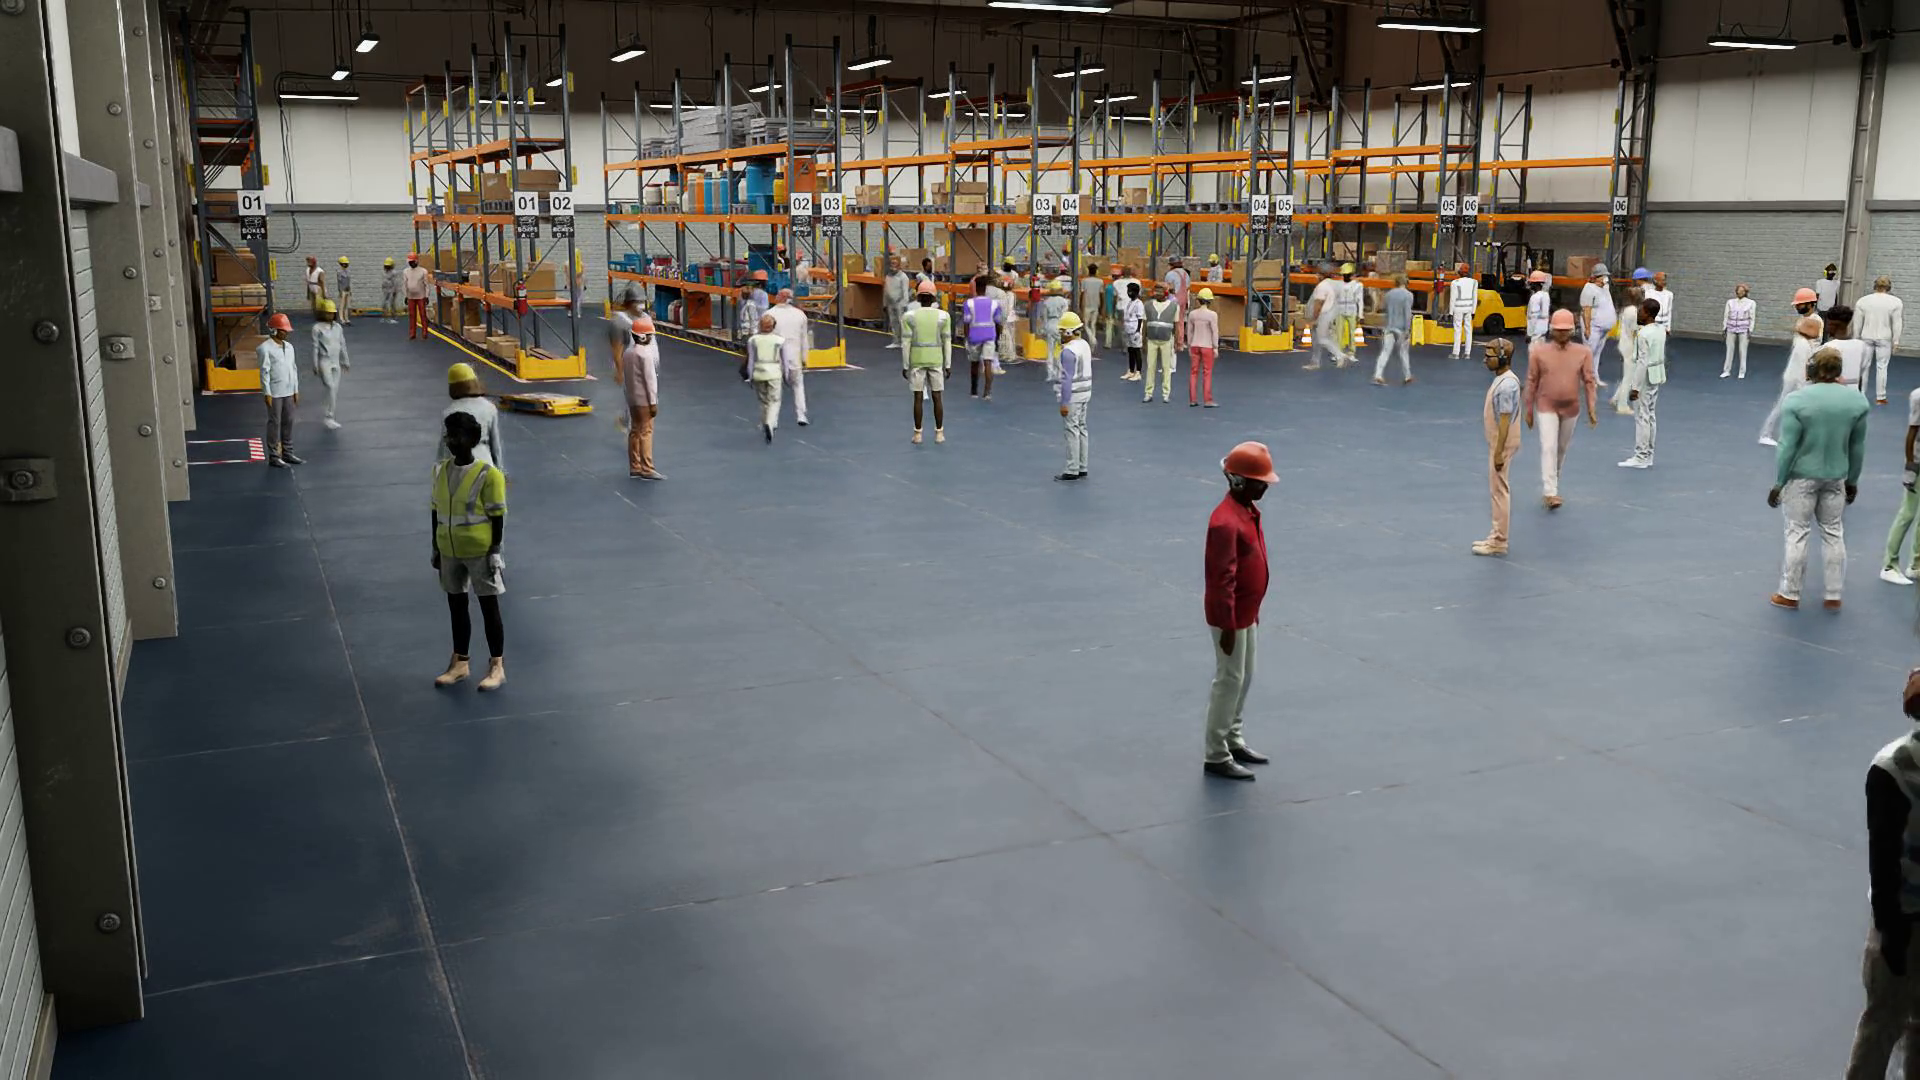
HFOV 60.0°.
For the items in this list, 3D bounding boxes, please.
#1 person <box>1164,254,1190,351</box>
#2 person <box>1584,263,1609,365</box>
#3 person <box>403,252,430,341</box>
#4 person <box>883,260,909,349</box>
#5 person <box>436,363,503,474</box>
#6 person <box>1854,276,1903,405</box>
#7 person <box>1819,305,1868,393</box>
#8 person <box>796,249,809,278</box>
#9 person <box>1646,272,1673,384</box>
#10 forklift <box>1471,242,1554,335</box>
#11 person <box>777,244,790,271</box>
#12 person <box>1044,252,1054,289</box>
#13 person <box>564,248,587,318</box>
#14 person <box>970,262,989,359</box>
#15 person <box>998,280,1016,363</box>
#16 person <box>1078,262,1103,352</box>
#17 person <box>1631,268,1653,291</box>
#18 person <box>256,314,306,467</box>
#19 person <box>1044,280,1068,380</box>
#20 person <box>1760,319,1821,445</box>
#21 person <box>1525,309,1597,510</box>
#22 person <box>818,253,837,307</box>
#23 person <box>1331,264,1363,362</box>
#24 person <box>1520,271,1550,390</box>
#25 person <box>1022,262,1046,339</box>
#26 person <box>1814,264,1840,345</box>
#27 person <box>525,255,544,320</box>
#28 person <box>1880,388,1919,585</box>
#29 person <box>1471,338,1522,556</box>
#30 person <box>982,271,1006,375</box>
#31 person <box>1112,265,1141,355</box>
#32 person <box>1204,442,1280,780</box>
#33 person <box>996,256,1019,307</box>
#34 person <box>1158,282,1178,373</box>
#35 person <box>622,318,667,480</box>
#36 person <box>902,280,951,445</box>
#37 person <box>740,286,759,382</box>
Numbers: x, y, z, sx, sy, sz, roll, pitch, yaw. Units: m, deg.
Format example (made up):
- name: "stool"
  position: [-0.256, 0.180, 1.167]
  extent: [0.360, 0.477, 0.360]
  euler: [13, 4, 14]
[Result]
- name: "person"
  position: [4.461, -4.959, 34.735]
  extent: [0.685, 2.000, 0.535]
  euler: [-11, 15, -43]
- name: "person"
  position: [12.057, -4.265, 31.476]
  extent: [0.552, 1.934, 0.371]
  euler: [-5, 12, -24]
- name: "person"
  position: [-12.305, -5.507, 37.643]
  extent: [0.613, 1.991, 0.391]
  euler: [2, 11, 8]
- name: "person"
  position: [-1.364, -5.010, 35.403]
  extent: [0.710, 1.889, 0.418]
  euler: [8, 14, 35]
- name: "person"
  position: [-3.927, -0.543, 13.158]
  extent: [0.768, 1.704, 0.484]
  euler: [7, 13, 31]
- name: "person"
  position: [13.774, -2.992, 24.997]
  extent: [0.635, 1.937, 0.354]
  euler: [9, 14, 38]
- name: "person"
  position: [8.840, -1.389, 16.811]
  extent: [0.608, 1.958, 0.373]
  euler: [-4, 12, -20]
- name: "person"
  position: [-5.032, -8.275, 52.357]
  extent: [0.574, 1.739, 0.350]
  euler: [-3, 11, -13]
- name: "person"
  position: [11.759, -3.577, 28.111]
  extent: [0.574, 1.885, 0.356]
  euler: [-3, 11, -13]
- name: "forklift"
  position: [13.047, -6.049, 39.881]
  extent: [2.313, 2.155, 1.214]
  euler: [-5, 12, -23]
- name: "person"
  position: [-4.779, -6.934, 44.767]
  extent: [0.373, 2.040, 0.616]
  euler: [5, 12, 26]
- name: "person"
  position: [2.911, -8.555, 54.106]
  extent: [0.335, 1.611, 0.670]
  euler: [6, 13, 27]
- name: "person"
  position: [-10.591, -7.056, 45.754]
  extent: [0.645, 1.899, 0.449]
  euler: [5, 12, 25]
- name: "person"
  position: [0.449, -4.535, 32.918]
  extent: [0.409, 1.906, 0.652]
  euler: [5, 12, 23]
- name: "person"
  position: [0.871, -4.201, 31.949]
  extent: [0.470, 1.617, 0.552]
  euler: [7, 13, 32]
- name: "person"
  position: [2.716, -4.795, 34.358]
  extent: [0.535, 1.859, 0.525]
  euler: [-3, 12, -16]
- name: "person"
  position: [12.000, -3.815, 29.234]
  extent: [0.509, 1.917, 0.621]
  euler: [6, 13, 28]
- name: "person"
  position: [-7.727, -1.703, 18.953]
  extent: [0.353, 1.741, 0.569]
  euler: [3, 12, 16]
- name: "person"
  position: [1.670, -3.619, 28.724]
  extent: [0.506, 1.721, 0.529]
  euler: [8, 13, 34]
- name: "person"
  position: [10.378, -1.956, 20.664]
  extent: [0.727, 1.576, 0.519]
  euler: [5, 12, 23]
- name: "person"
  position: [5.884, -1.281, 16.296]
  extent: [0.626, 1.939, 1.035]
  euler: [1, 11, 6]
- name: "person"
  position: [-3.952, -7.947, 50.269]
  extent: [0.649, 1.907, 0.404]
  euler: [6, 13, 28]
- name: "person"
  position: [7.497, -4.380, 32.218]
  extent: [0.593, 1.891, 0.651]
  euler: [5, 12, 23]
- name: "person"
  position: [9.383, -3.416, 27.144]
  extent: [0.357, 1.941, 0.543]
  euler: [9, 14, 38]
- name: "person"
  position: [1.690, -5.351, 37.266]
  extent: [0.564, 1.839, 0.697]
  euler: [-3, 11, -13]
- name: "person"
  position: [17.313, -4.580, 33.237]
  extent: [0.519, 1.874, 0.331]
  euler: [-1, 11, -4]
- name: "person"
  position: [-11.535, -6.814, 44.954]
  extent: [0.577, 1.734, 0.386]
  euler: [3, 12, 16]
- name: "person"
  position: [7.519, -0.566, 12.901]
  extent: [0.534, 1.856, 0.365]
  euler: [-4, 12, -19]
- name: "person"
  position: [4.540, -0.781, 14.027]
  extent: [0.348, 1.839, 0.504]
  euler: [3, 12, 15]
- name: "person"
  position: [0.577, -3.874, 29.737]
  extent: [0.350, 1.838, 0.506]
  euler: [-10, 15, -43]
- name: "person"
  position: [3.376, -4.659, 33.741]
  extent: [0.595, 1.828, 0.509]
  euler: [0, 11, 2]
- name: "person"
  position: [1.432, 0.358, 8.490]
  extent: [0.353, 1.737, 0.574]
  euler: [5, 12, 22]
- name: "person"
  position: [1.064, -5.610, 38.436]
  extent: [0.620, 1.884, 0.713]
  euler: [-2, 11, -9]
- name: "person"
  position: [3.783, -3.830, 30.042]
  extent: [0.313, 1.634, 0.514]
  euler: [-3, 12, -15]
- name: "person"
  position: [-3.427, -1.524, 18.007]
  extent: [0.329, 1.751, 0.566]
  euler: [-9, 14, -38]
- name: "person"
  position: [-0.418, -2.212, 20.764]
  extent: [0.615, 2.041, 0.388]
  euler: [-1, 11, -5]
- name: "person"
  position: [-3.599, -3.521, 28.448]
  extent: [0.309, 1.638, 0.522]
  euler: [-3, 12, -15]
